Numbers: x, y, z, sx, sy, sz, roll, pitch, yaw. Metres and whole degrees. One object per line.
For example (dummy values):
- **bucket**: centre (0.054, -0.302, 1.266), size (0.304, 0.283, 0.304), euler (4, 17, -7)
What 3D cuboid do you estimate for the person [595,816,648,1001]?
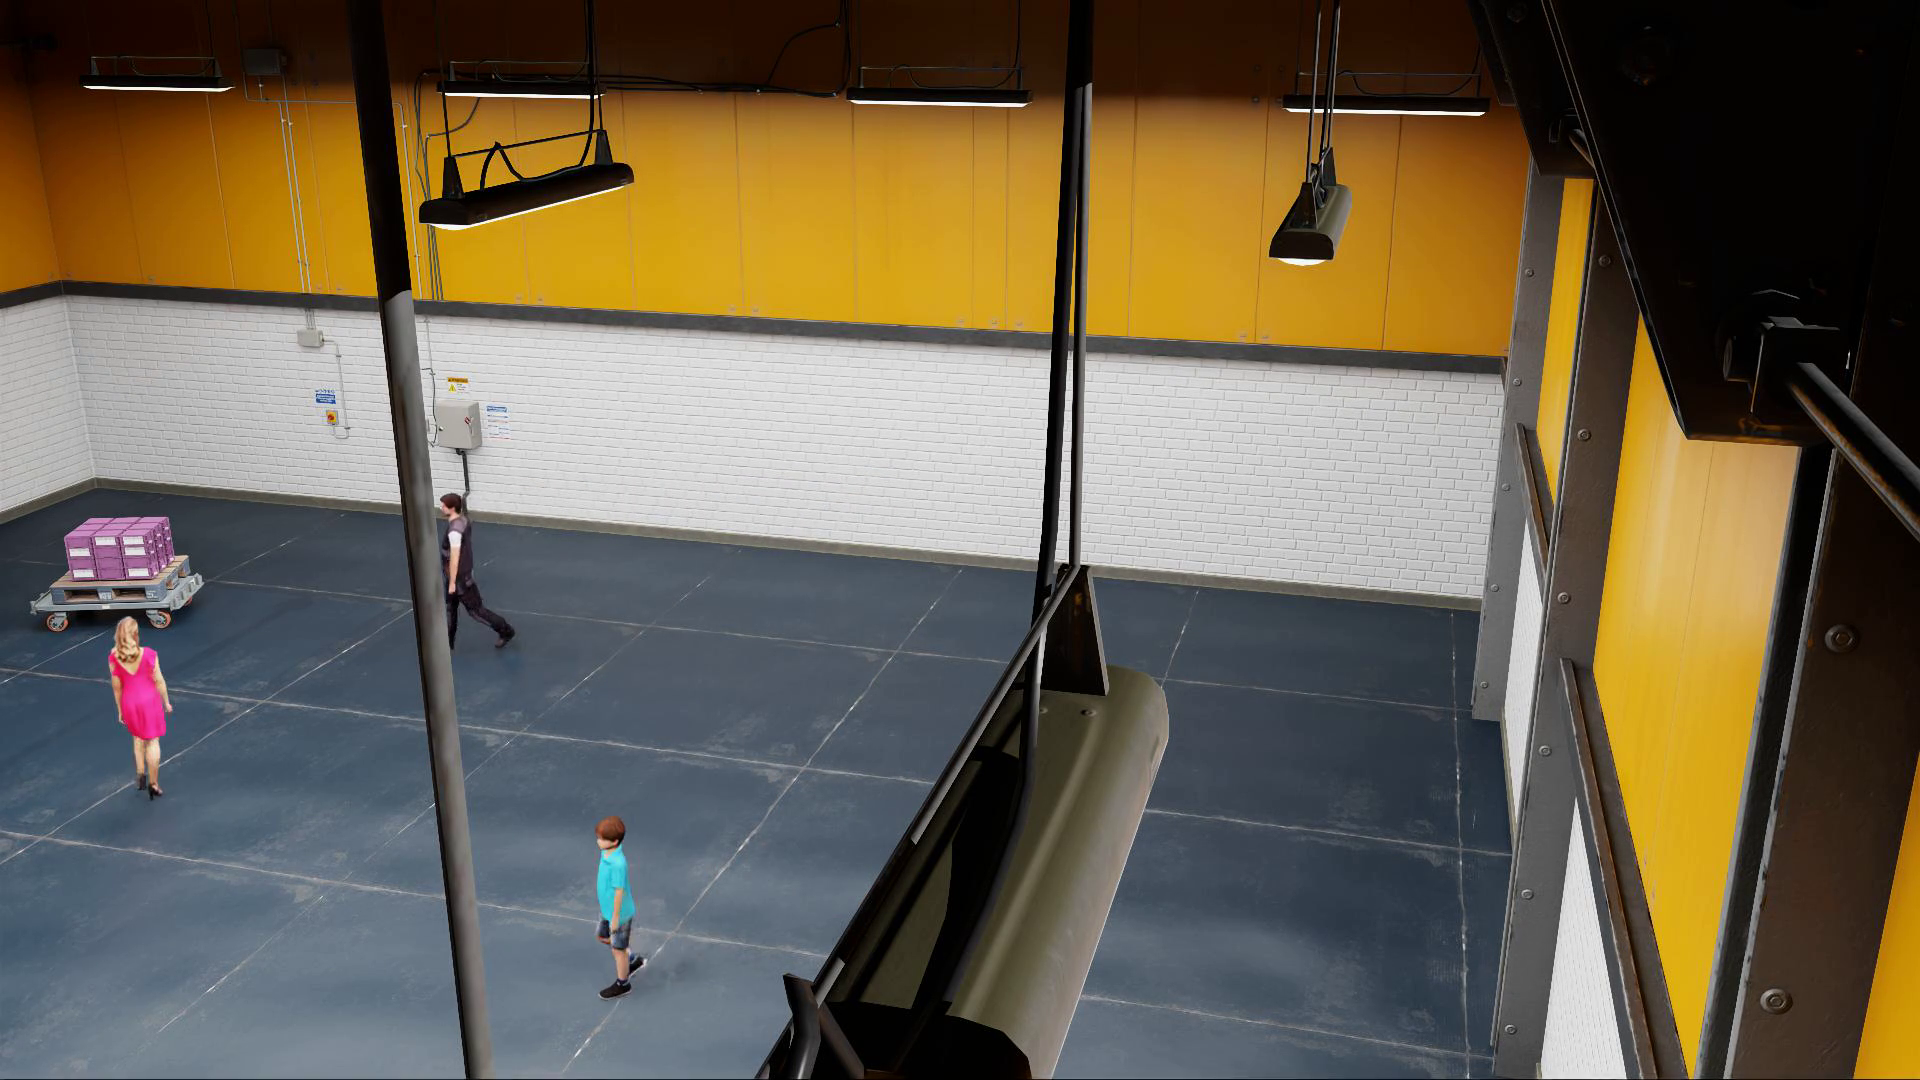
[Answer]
- **person**: centre (-2.449, 2.645, 12.111), size (0.753, 1.445, 0.694), euler (-9, 20, -24)

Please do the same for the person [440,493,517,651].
- **person**: centre (-5.378, 0.385, 18.250), size (1.072, 1.809, 1.235), euler (-4, 19, -11)

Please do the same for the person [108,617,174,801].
- **person**: centre (-7.382, 1.544, 14.952), size (0.668, 1.718, 0.702), euler (-2, 19, -5)
